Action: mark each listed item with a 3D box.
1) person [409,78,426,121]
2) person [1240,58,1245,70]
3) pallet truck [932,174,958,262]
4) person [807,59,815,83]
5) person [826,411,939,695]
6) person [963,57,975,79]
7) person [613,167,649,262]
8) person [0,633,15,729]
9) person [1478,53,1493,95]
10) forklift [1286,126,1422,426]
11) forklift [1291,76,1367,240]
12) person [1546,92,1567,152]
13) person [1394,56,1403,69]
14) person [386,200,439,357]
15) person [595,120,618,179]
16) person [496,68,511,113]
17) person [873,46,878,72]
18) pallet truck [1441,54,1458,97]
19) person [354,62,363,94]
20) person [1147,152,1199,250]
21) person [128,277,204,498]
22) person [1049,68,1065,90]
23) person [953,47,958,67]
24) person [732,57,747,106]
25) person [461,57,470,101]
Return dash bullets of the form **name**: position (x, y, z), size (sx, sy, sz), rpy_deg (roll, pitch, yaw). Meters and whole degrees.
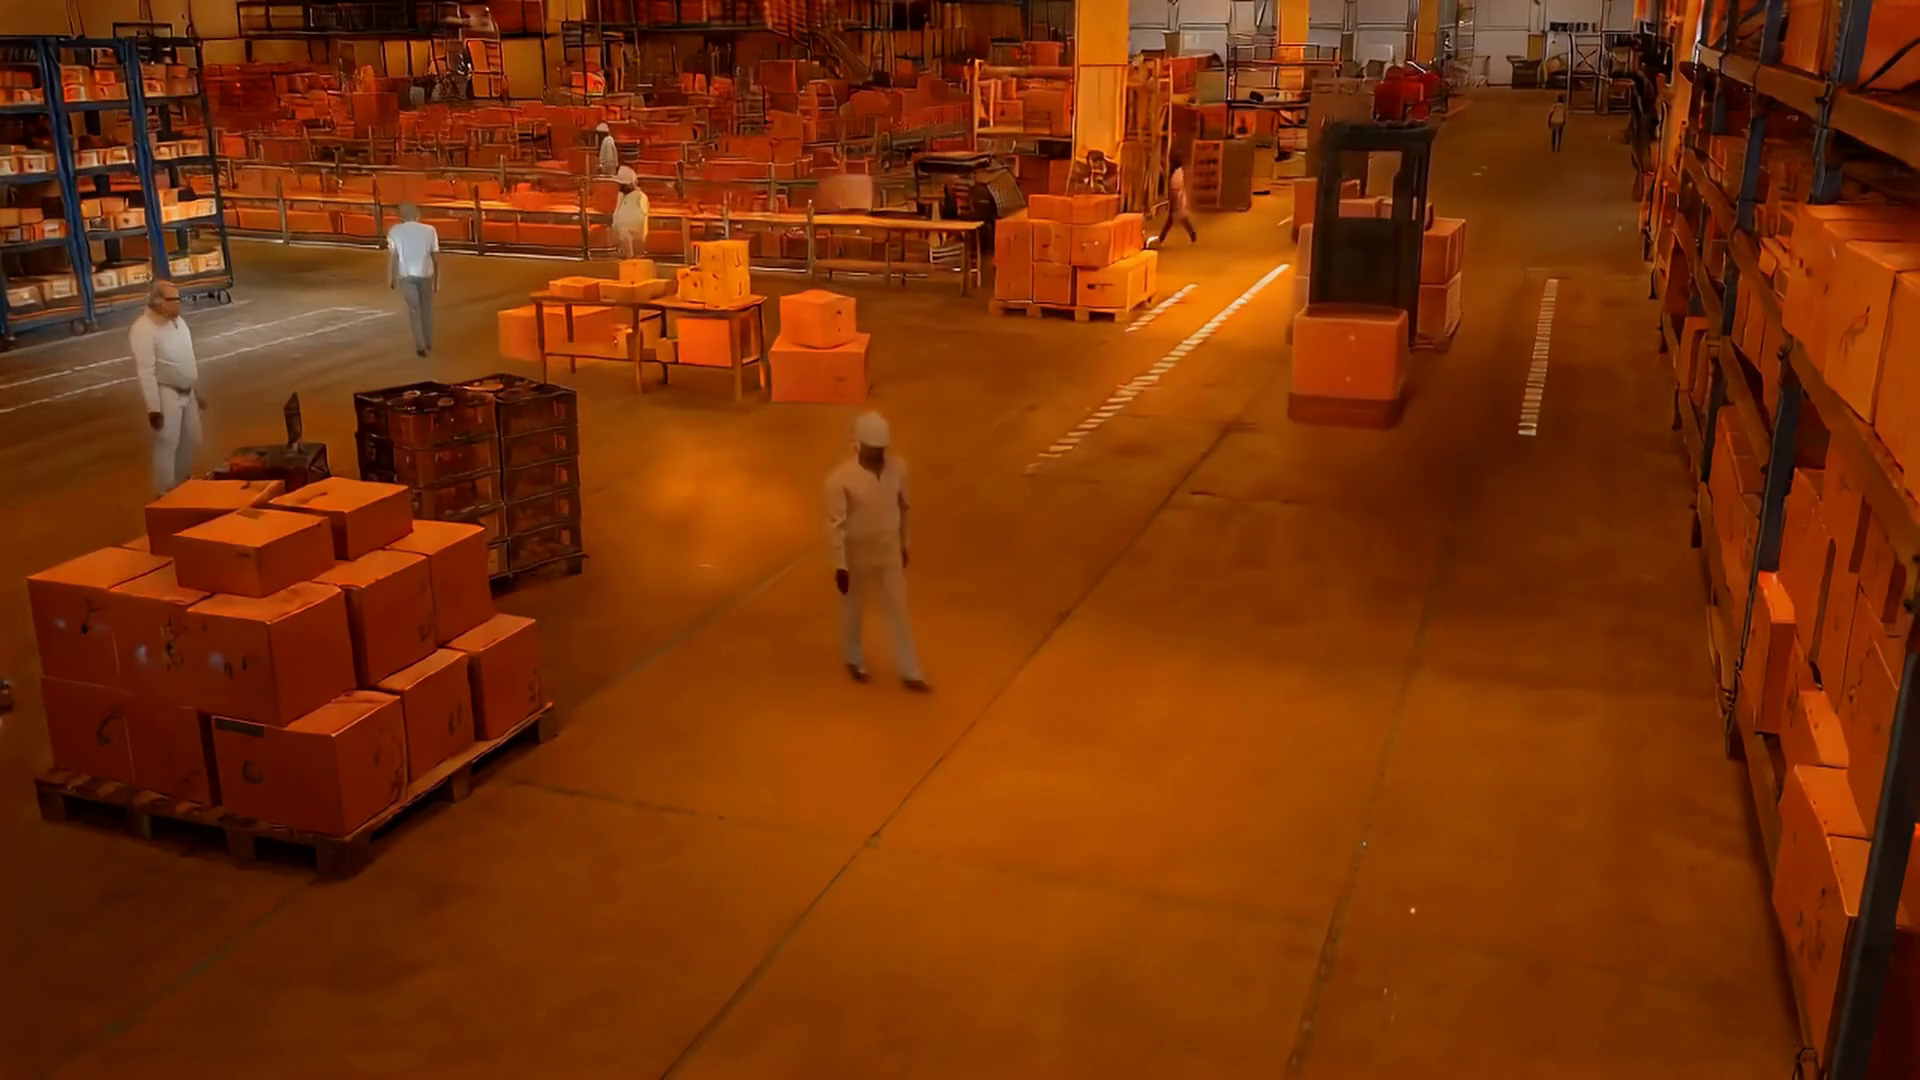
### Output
- **person**: position (-17.672, -14.135, 54.271), size (0.524, 1.845, 0.805), rpy_deg (-8, 19, -24)
- **person**: position (13.207, -21.900, 78.657), size (0.798, 1.842, 0.523), rpy_deg (1, 18, 3)
- **pallet truck**: position (-0.507, -5.292, 27.348), size (0.653, 1.274, 1.630), rpy_deg (6, 19, 19)
- **person**: position (-6.371, -19.723, 71.657), size (0.361, 1.935, 0.553), rpy_deg (4, 18, 12)
- **person**: position (-0.475, 0.098, 9.731), size (0.599, 1.710, 0.843), rpy_deg (-11, 21, -30)
- **person**: position (0.459, -20.697, 74.724), size (0.627, 1.934, 0.372), rpy_deg (-3, 18, -8)
- **person**: position (-4.637, -4.309, 23.389), size (0.589, 1.837, 0.404), rpy_deg (9, 20, 27)
- **person**: position (-5.598, 0.231, 9.275), size (0.295, 1.744, 0.485), rpy_deg (-3, 18, -9)
- **person**: position (25.664, -22.647, 80.787), size (0.850, 1.964, 0.654), rpy_deg (5, 18, 15)
- **forklift**: position (4.010, -2.695, 16.624), size (1.129, 2.768, 1.873), rpy_deg (6, 19, 19)
- **forklift**: position (6.598, -6.755, 29.381), size (1.129, 2.768, 1.873), rpy_deg (6, 19, 19)
- **person**: position (17.245, -12.094, 48.077), size (0.540, 1.696, 0.317), rpy_deg (-4, 18, -13)
- **person**: position (21.545, -22.731, 81.305), size (0.833, 1.811, 0.661), rpy_deg (16, 23, 40)
- **person**: position (-6.475, -3.118, 19.725), size (0.573, 1.789, 0.979), rpy_deg (-8, 19, -24)
- **person**: position (-6.675, -6.968, 31.564), size (0.389, 1.948, 0.608), rpy_deg (-5, 18, -16)
- **person**: position (-17.958, -17.646, 65.429), size (0.557, 1.755, 0.460), rpy_deg (-11, 21, -32)
- **person**: position (-5.234, -28.628, 99.701), size (0.947, 1.911, 0.613), rpy_deg (12, 21, 34)
- **pallet truck**: position (22.765, -21.886, 78.355), size (0.823, 1.965, 1.885), rpy_deg (-4, 18, -14)
- **person**: position (-25.506, -19.337, 70.593), size (0.372, 1.860, 0.750), rpy_deg (-1, 18, -3)
- **person**: position (3.662, -5.727, 28.164), size (0.908, 1.644, 0.533), rpy_deg (4, 18, 13)
- **person**: position (-6.333, -1.161, 13.401), size (0.402, 1.908, 0.650), rpy_deg (1, 18, 4)
- **person**: position (4.319, -20.602, 74.345), size (0.724, 1.989, 0.932), rpy_deg (2, 18, 5)
- **person**: position (-0.156, -26.349, 92.395), size (0.612, 1.987, 0.399), rpy_deg (10, 20, 29)
- **person**: position (-9.545, -19.641, 71.232), size (0.682, 2.000, 0.705), rpy_deg (14, 23, 38)
- **person**: position (-22.374, -20.848, 75.237), size (0.425, 1.908, 0.605), rpy_deg (4, 18, 12)
